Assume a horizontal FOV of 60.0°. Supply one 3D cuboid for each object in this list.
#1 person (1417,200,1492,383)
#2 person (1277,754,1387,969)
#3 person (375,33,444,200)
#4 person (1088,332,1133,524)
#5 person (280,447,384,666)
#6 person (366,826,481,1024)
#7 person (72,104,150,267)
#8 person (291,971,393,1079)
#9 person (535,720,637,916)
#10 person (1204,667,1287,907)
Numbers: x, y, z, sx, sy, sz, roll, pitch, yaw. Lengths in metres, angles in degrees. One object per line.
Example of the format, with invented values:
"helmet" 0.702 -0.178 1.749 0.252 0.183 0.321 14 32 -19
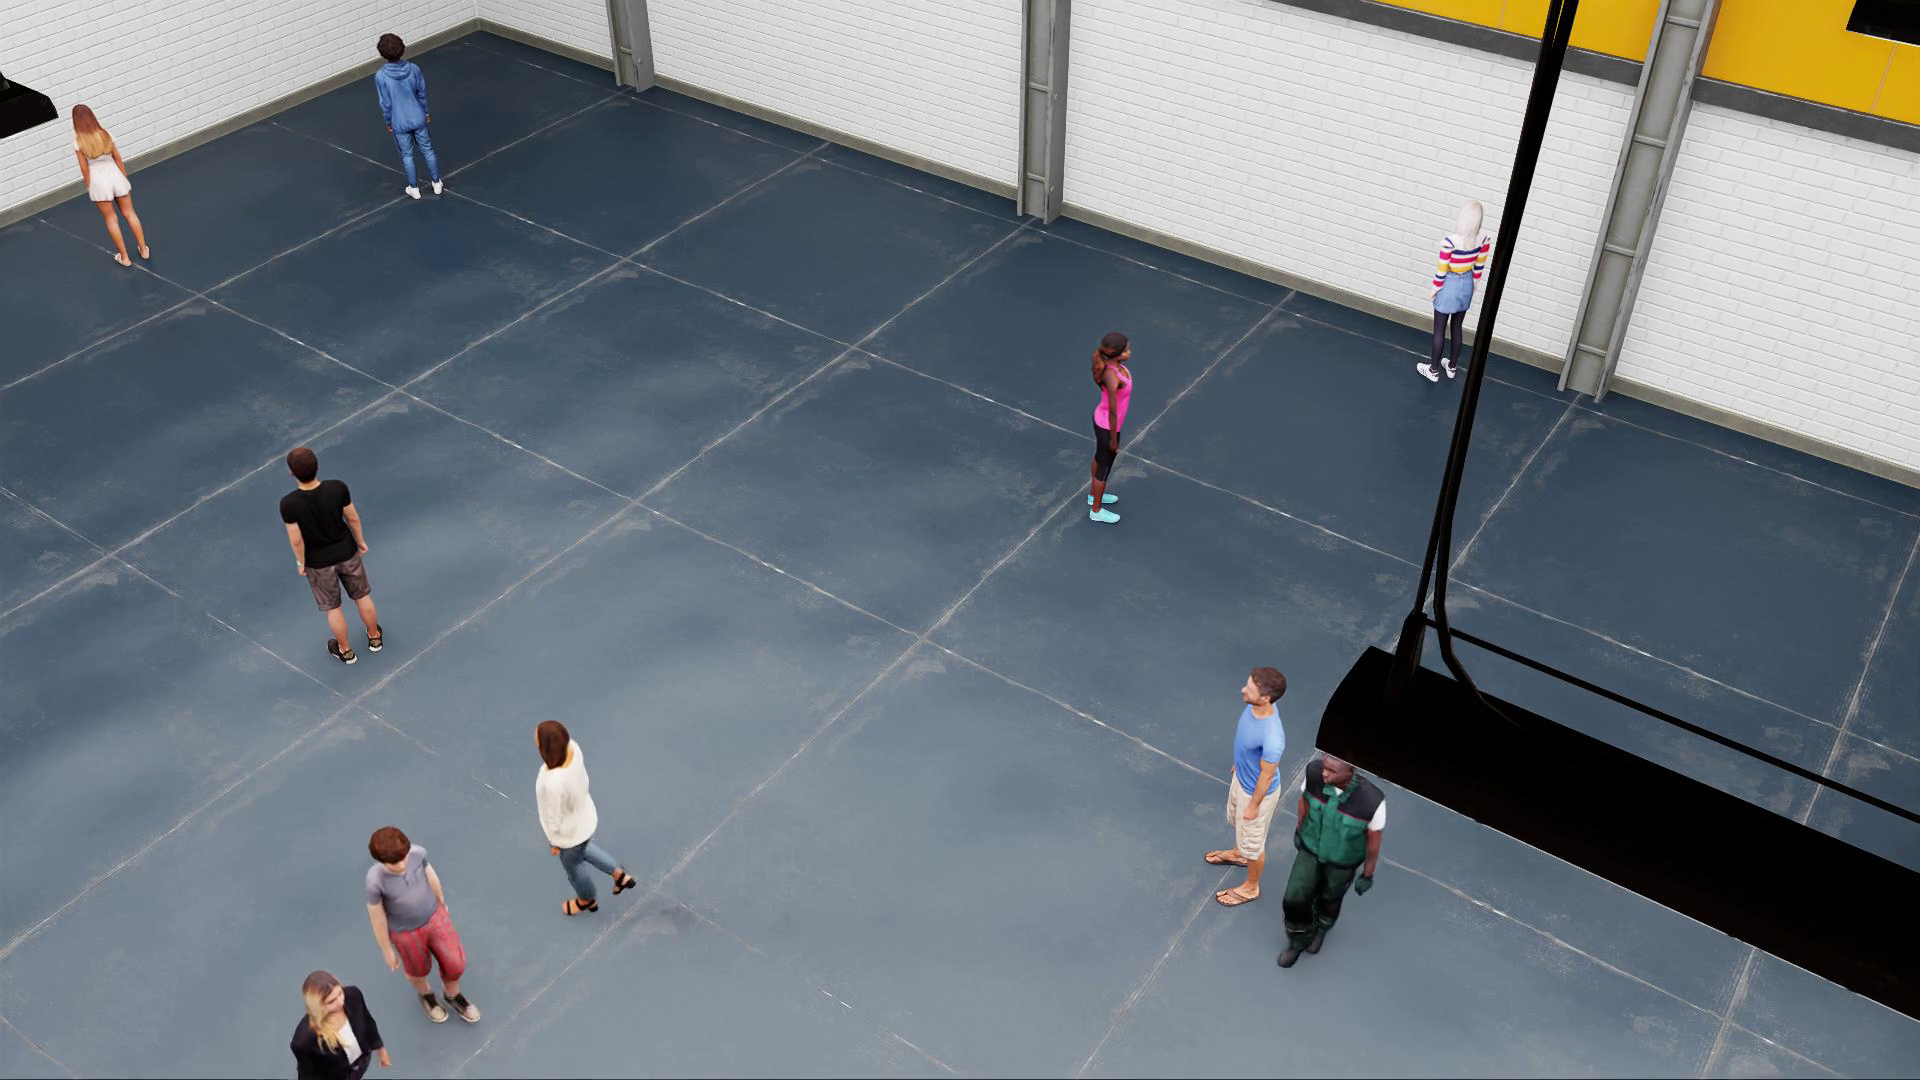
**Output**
"person" 4.483 -2.263 15.045 0.721 1.809 0.745 -11 40 -13
"person" 2.264 1.802 9.949 0.687 1.817 0.772 21 43 24
"person" -5.960 -4.569 17.932 0.752 1.811 0.732 -18 42 -21
"person" 1.195 -0.935 13.452 0.695 1.722 0.662 2 39 2
"person" -4.554 0.110 12.032 0.738 1.862 0.699 -25 45 -28
"person" -3.199 2.174 9.629 0.674 1.635 0.715 -32 48 -33
"person" -8.618 -3.594 16.803 0.616 1.696 0.605 -29 47 -32
"person" -3.340 2.814 8.850 1.125 1.607 0.723 17 42 20
"person" -2.288 1.733 10.154 0.857 1.668 0.789 3 39 4
"person" 1.828 1.491 10.300 0.777 1.864 0.734 -3 39 -4
